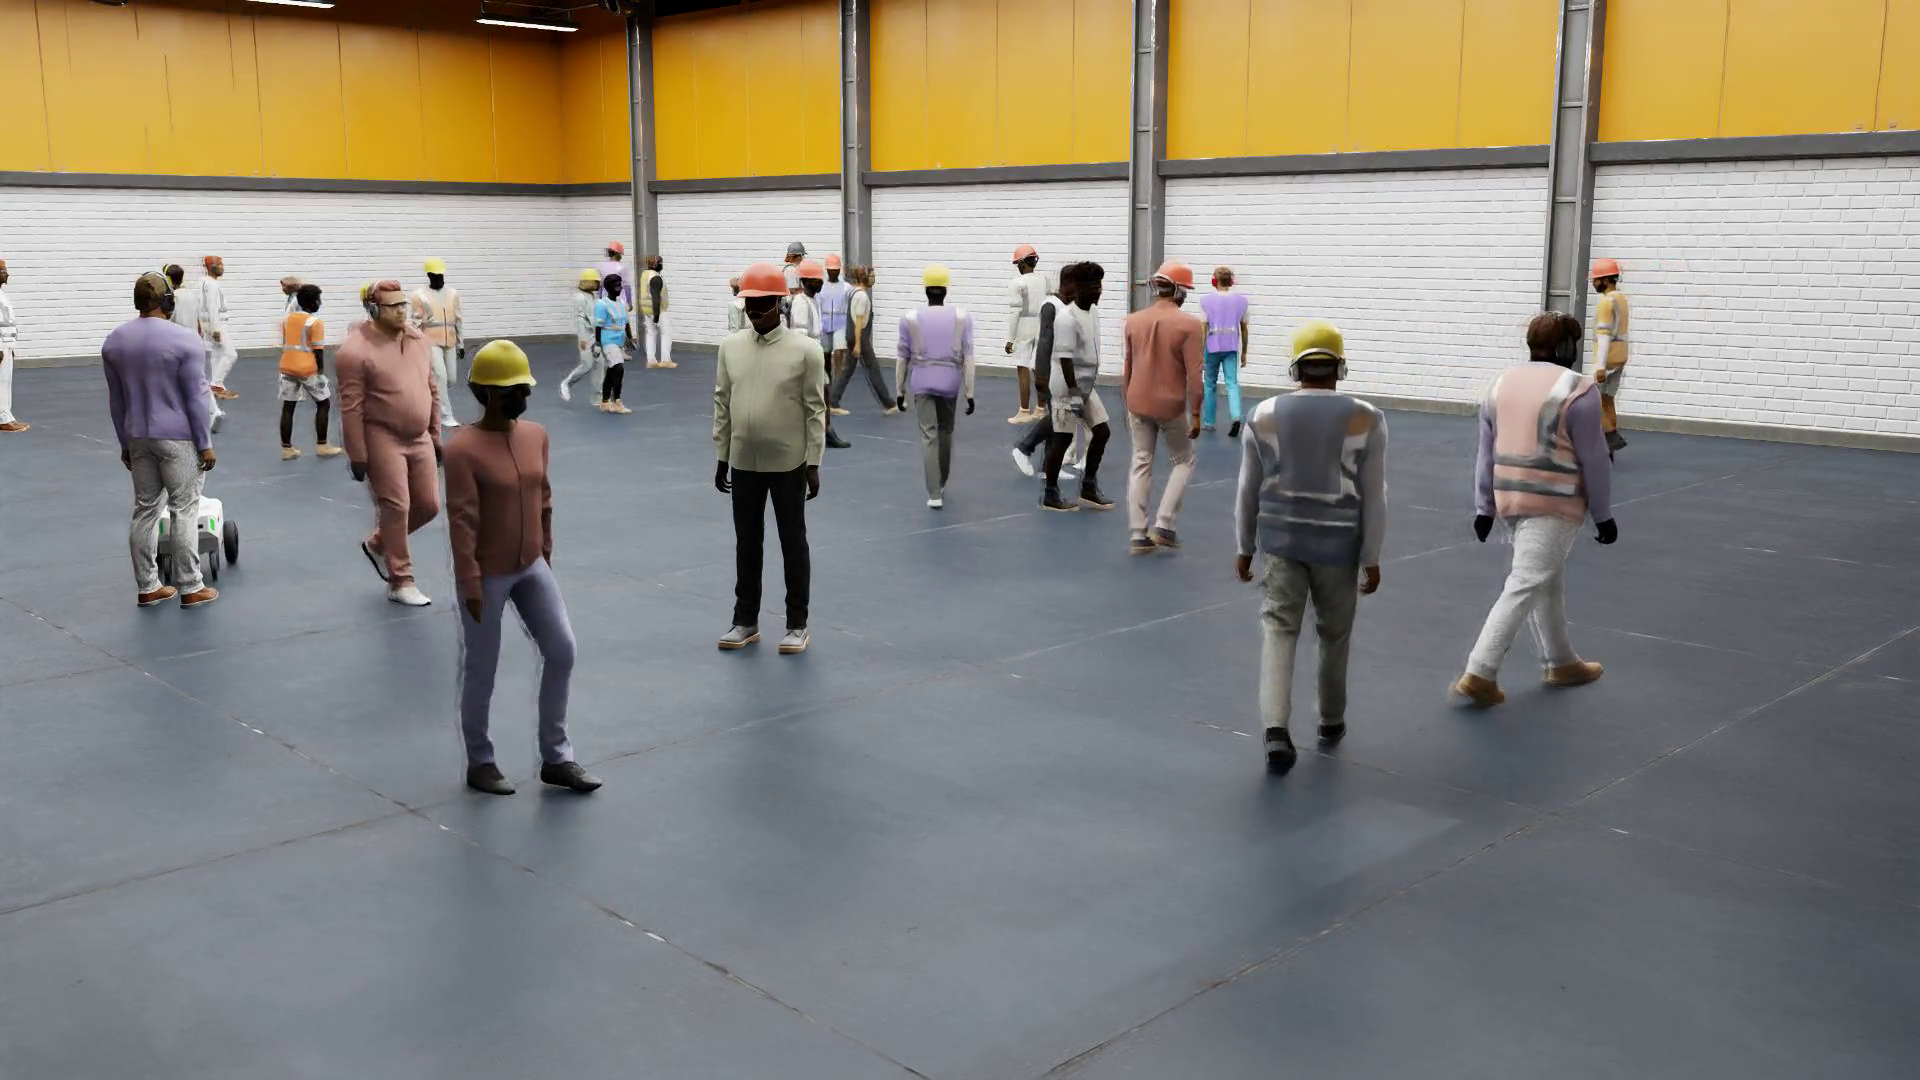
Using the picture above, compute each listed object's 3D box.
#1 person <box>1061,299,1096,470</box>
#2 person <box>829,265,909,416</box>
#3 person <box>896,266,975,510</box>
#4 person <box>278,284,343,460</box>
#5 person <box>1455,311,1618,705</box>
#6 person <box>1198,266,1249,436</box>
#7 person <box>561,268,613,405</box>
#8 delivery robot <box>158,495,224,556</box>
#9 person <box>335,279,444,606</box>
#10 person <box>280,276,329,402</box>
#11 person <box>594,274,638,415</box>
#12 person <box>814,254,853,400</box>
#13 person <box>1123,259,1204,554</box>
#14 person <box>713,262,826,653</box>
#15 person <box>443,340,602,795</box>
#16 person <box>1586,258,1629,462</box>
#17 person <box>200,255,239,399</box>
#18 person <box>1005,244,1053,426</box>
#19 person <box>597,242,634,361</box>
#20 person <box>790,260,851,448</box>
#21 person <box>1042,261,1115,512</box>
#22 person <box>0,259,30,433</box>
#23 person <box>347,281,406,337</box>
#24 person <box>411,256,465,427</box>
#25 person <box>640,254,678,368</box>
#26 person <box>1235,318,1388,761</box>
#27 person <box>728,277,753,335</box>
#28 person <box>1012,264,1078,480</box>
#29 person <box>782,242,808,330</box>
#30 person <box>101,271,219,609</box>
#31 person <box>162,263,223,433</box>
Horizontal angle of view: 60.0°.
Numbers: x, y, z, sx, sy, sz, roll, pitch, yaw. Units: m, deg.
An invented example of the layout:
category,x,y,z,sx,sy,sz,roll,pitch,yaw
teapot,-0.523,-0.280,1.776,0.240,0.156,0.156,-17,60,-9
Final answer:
category,x,y,z,sx,sy,sz,roll,pitch,yaw
person,1.051,-1.576,15.249,0.329,1.861,0.507,-8,13,-37
person,-1.141,-2.340,19.607,1.014,1.785,0.549,-3,11,-16
person,-0.209,-1.223,13.242,0.612,1.876,0.954,-1,10,-7
person,-6.224,-1.590,15.839,0.538,1.662,0.539,5,12,27
person,2.649,-0.146,7.635,0.969,1.801,0.621,-5,11,-23
person,2.829,-2.024,17.825,0.579,1.810,0.902,-2,11,-9
person,-4.696,-2.543,20.866,0.578,1.722,0.494,4,11,21
delivery robot,-4.868,-0.108,10.531,0.477,0.478,0.707,-4,11,-20
person,-3.322,-0.570,9.677,0.600,1.886,0.656,6,12,28
person,-8.462,-2.574,21.338,0.464,1.621,0.520,-9,14,-41
person,-4.068,-2.317,19.786,0.649,1.672,0.546,4,11,19
person,-1.670,-2.817,21.940,0.541,1.896,1.020,0,10,-1
person,1.358,-0.883,11.137,0.649,1.965,0.486,6,12,31
person,-0.985,-0.413,8.517,0.611,1.996,0.378,3,11,17
person,-1.653,0.130,6.247,0.683,1.742,0.546,7,12,32
person,6.063,-1.681,15.646,0.439,1.919,0.560,9,14,41
person,-9.631,-2.751,21.580,0.401,1.875,0.616,-6,12,-28
person,0.750,-2.304,18.726,0.605,2.034,0.387,-9,14,-41
person,-5.869,-4.059,28.373,0.819,2.017,0.543,5,12,27
person,-1.615,-1.851,16.657,0.956,1.901,0.557,2,11,13
person,0.950,-1.163,12.764,0.688,1.933,0.681,6,12,29
person,-10.398,-2.105,18.051,0.350,1.882,0.583,-4,11,-19
person,-5.156,-1.437,14.842,0.559,1.729,0.773,-6,12,-30
person,-5.873,-2.226,18.657,0.731,1.903,0.595,9,13,39
person,-4.809,-3.665,26.723,0.609,1.825,0.636,-6,12,-30
person,1.423,0.005,6.766,0.608,1.806,0.754,4,11,19
person,-2.588,-2.303,19.793,0.315,1.641,0.514,4,11,22
person,0.812,-1.468,14.574,0.508,1.880,0.680,5,11,23
person,-2.393,-3.418,24.784,0.537,2.000,0.679,-2,11,-12
person,-4.570,-0.562,9.534,0.622,1.932,0.376,3,11,14
person,-8.332,-2.061,17.926,0.856,1.844,0.527,7,12,32
